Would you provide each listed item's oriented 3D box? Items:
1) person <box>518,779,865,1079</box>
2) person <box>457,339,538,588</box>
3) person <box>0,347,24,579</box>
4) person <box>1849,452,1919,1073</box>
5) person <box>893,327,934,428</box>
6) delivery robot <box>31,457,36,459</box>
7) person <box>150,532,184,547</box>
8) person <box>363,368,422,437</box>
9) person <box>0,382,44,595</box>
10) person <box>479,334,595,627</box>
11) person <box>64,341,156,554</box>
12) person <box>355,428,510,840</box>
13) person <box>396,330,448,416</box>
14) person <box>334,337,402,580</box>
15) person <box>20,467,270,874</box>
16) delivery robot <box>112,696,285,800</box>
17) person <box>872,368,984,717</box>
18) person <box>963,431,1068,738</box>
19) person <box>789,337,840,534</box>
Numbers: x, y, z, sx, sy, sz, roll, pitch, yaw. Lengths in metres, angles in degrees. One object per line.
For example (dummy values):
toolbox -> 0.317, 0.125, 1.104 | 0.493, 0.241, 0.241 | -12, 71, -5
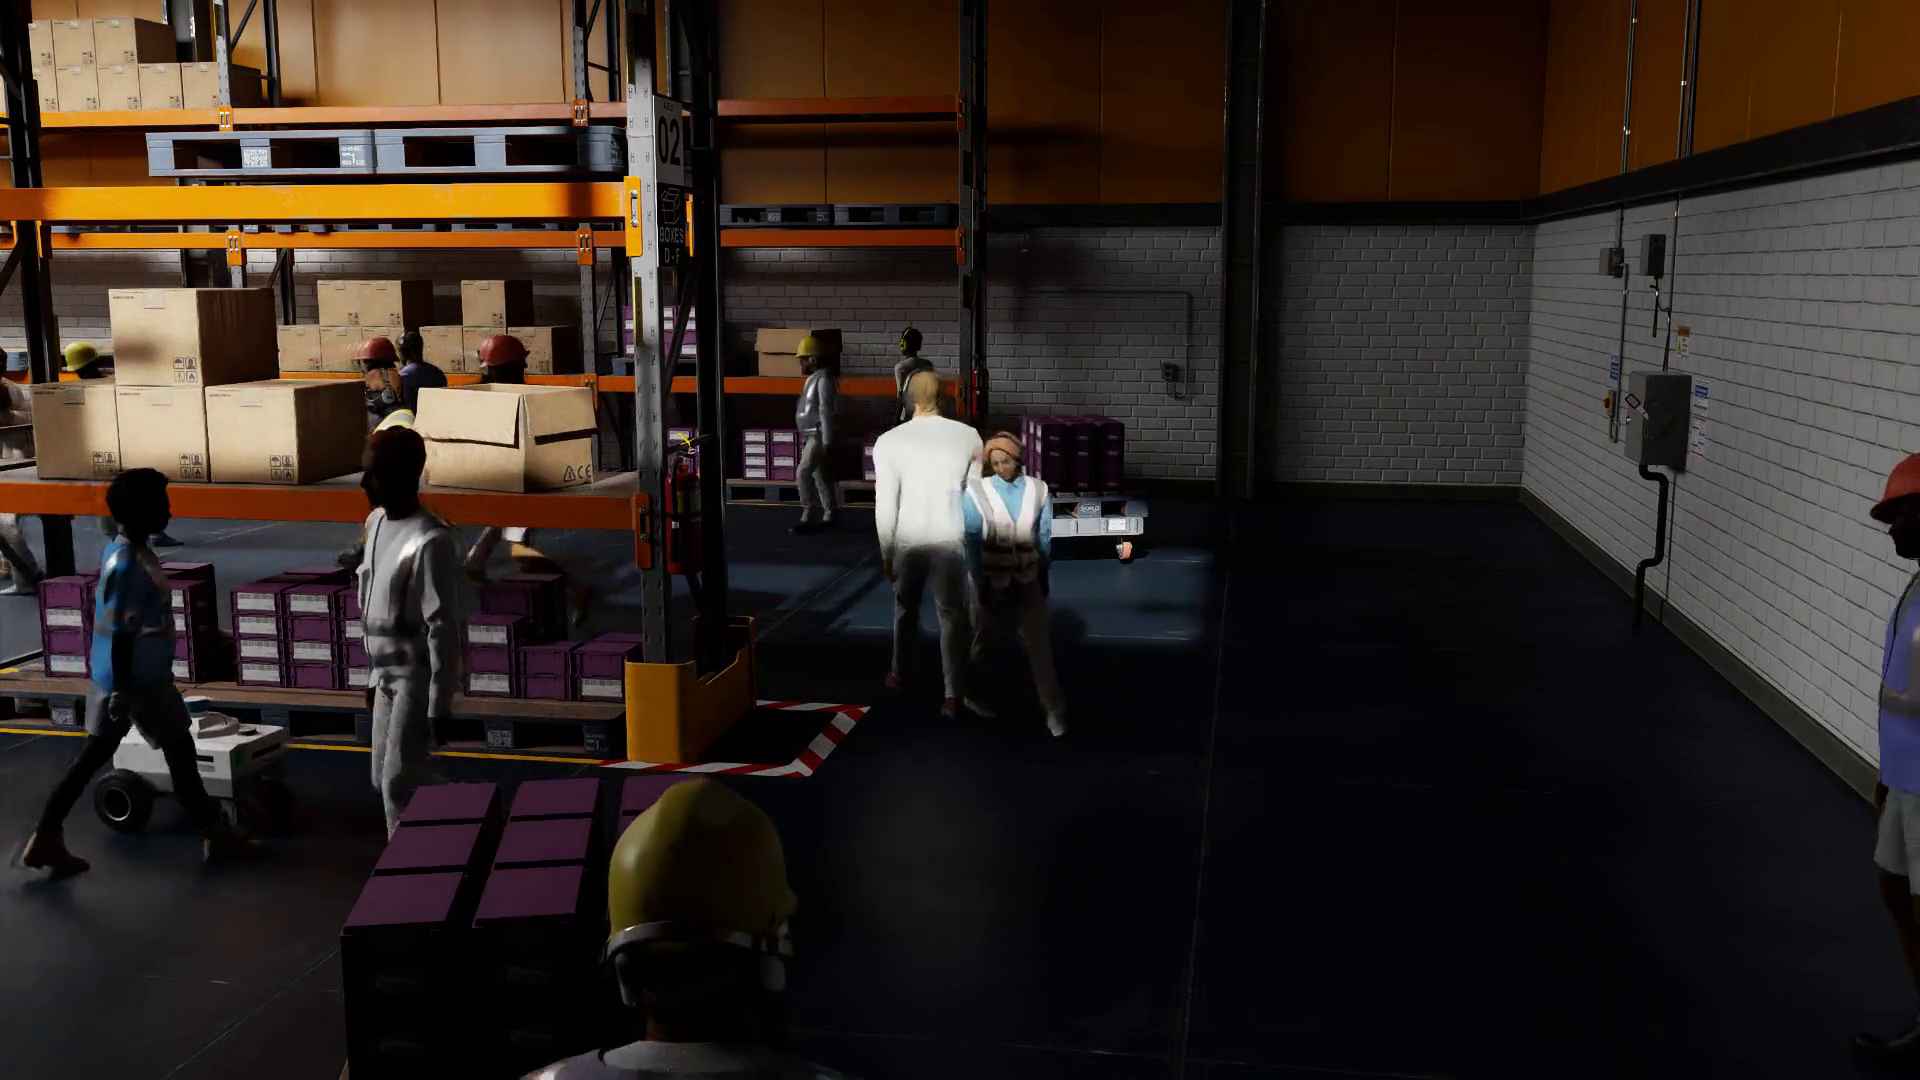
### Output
person -> -0.288, 1.198, 1.988 | 0.615, 1.804, 0.525 | 2, 9, 15
person -> -3.421, -0.548, 12.436 | 0.807, 1.934, 0.661 | -1, 9, -4
person -> -7.609, -0.621, 13.163 | 0.430, 1.841, 0.623 | 2, 9, 10
person -> 2.894, 0.703, 4.815 | 0.520, 1.889, 0.692 | 2, 9, 14
person -> -0.477, -1.143, 16.302 | 0.329, 1.873, 0.514 | 8, 12, 41
delivery robot -> -9.214, -0.585, 16.620 | 0.477, 0.478, 0.707 | 1, 9, 5
person -> -7.107, -0.822, 14.656 | 0.328, 1.762, 0.523 | -8, 12, -41
person -> -3.449, -0.133, 10.161 | 0.428, 1.836, 0.625 | -3, 10, -20
person -> -7.080, -0.383, 12.335 | 0.375, 1.620, 0.532 | 0, 9, -2
person -> -2.828, -0.364, 11.068 | 0.796, 2.012, 0.642 | 2, 9, 13
person -> -6.839, -0.681, 13.420 | 0.642, 1.874, 0.820 | -2, 9, -11
person -> -1.941, 0.511, 6.072 | 0.651, 1.862, 0.590 | -7, 12, -39
person -> -4.456, -0.755, 13.690 | 0.371, 1.939, 0.627 | 3, 10, 17
person -> -4.452, -0.574, 12.614 | 0.533, 1.922, 0.560 | -5, 11, -30
person -> -3.342, 0.533, 6.647 | 0.905, 1.654, 0.535 | -5, 10, -28
delivery robot -> -3.316, 0.923, 7.250 | 0.707, 0.478, 0.477 | 2, 9, 15
person -> -0.172, 0.007, 9.147 | 0.634, 1.894, 0.982 | -2, 9, -10
person -> 0.248, 0.213, 8.742 | 0.518, 1.593, 0.728 | -3, 10, -20
person -> -1.395, -0.951, 15.308 | 0.655, 1.805, 0.605 | -2, 9, -15
